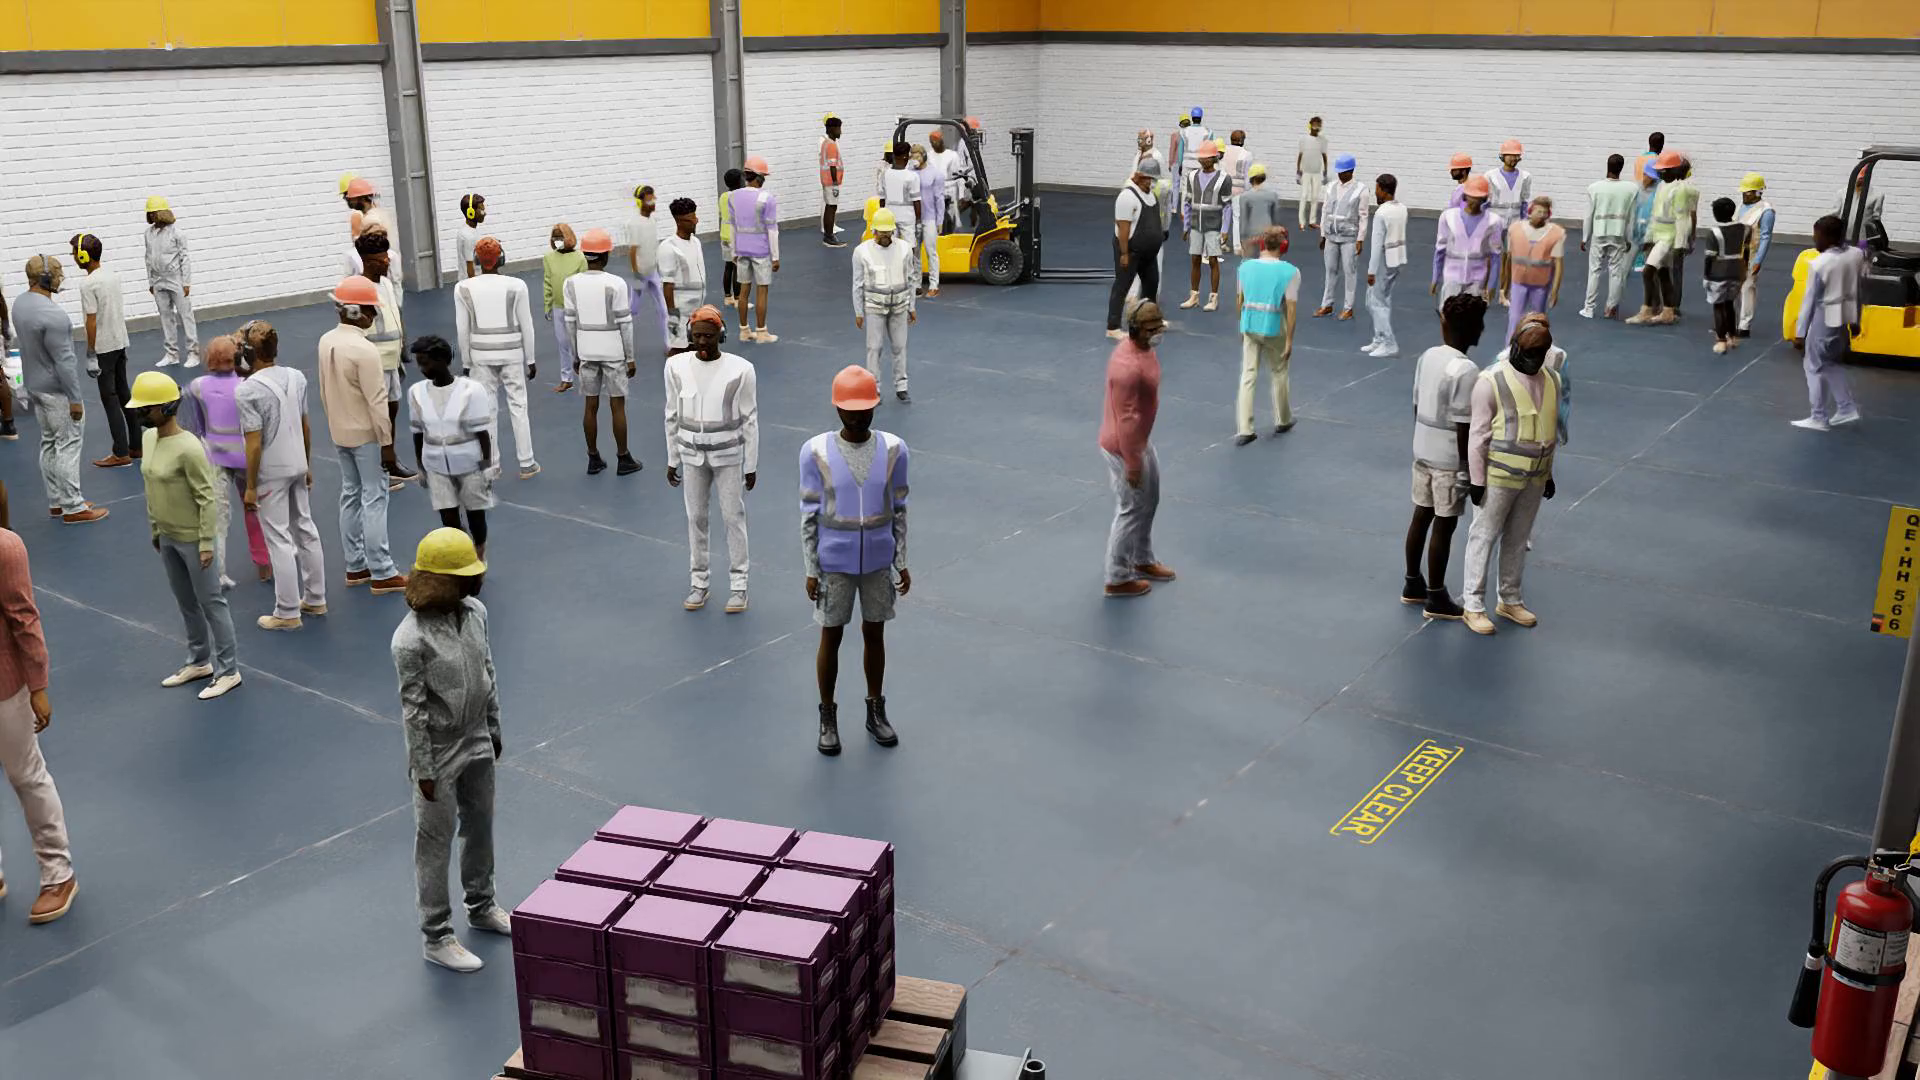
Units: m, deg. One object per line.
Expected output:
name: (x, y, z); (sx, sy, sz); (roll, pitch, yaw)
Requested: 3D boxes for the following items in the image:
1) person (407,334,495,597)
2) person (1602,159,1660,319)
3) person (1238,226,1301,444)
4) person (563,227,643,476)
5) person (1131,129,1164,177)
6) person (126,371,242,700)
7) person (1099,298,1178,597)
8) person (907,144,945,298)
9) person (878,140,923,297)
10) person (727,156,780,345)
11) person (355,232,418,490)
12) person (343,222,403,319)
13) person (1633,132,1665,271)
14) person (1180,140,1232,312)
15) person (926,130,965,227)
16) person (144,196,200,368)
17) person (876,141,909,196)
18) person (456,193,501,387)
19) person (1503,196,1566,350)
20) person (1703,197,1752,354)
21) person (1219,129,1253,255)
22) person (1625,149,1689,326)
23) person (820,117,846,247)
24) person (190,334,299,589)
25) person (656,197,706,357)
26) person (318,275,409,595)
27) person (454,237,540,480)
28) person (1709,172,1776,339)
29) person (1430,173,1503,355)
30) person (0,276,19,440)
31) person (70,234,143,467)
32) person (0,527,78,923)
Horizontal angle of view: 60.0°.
person: (-3.122, -0.471, 10.335); (0.552, 1.660, 0.525); (0, 18, 1)
person: (8.105, -3.573, 19.714); (0.607, 1.883, 0.996); (15, 23, 39)
person: (2.627, -1.758, 14.129); (0.595, 1.799, 0.920); (11, 21, 30)
person: (-2.790, -1.462, 12.995); (0.543, 1.939, 0.361); (4, 18, 12)
person: (2.632, -4.902, 23.806); (0.404, 1.906, 0.652); (-8, 19, -22)
person: (-4.110, -0.021, 8.767); (0.528, 1.767, 0.329); (12, 21, 34)
person: (1.116, -0.557, 10.247); (0.498, 1.911, 0.749); (4, 18, 12)
person: (-0.492, -4.041, 21.086); (0.636, 1.928, 0.385); (8, 19, 23)
person: (-0.738, -4.044, 21.025); (0.611, 1.965, 0.362); (9, 20, 27)
person: (-2.222, -3.145, 18.116); (0.613, 2.033, 0.411); (10, 20, 28)
person: (-4.411, -1.355, 12.639); (0.373, 1.958, 0.598); (1, 18, 4)
person: (-5.599, -2.216, 15.871); (0.567, 1.609, 0.418); (-8, 19, -24)
person: (9.580, -4.720, 23.238); (0.397, 1.911, 0.588); (-4, 18, -11)
person: (2.957, -3.784, 20.089); (0.616, 2.040, 0.382); (12, 21, 34)
person: (-0.225, -5.180, 24.816); (0.628, 1.839, 0.946); (6, 19, 17)
person: (-8.068, -2.626, 16.953); (0.489, 1.744, 0.295); (4, 18, 11)
person: (-0.965, -4.844, 23.890); (0.492, 1.742, 0.318); (3, 18, 10)
person: (-4.676, -2.405, 16.077); (0.325, 1.861, 0.512); (-6, 19, -17)
person: (5.652, -2.507, 16.494); (0.578, 1.786, 0.973); (10, 20, 27)
person: (8.092, -2.824, 17.706); (0.584, 1.655, 0.515); (-3, 18, -9)
person: (4.095, -5.188, 24.825); (0.618, 1.835, 0.429); (15, 23, 40)
person: (7.997, -3.459, 19.122); (0.777, 2.008, 0.651); (0, 18, 0)
person: (-1.964, -5.513, 25.624); (0.365, 1.962, 0.613); (-4, 18, -13)
person: (-4.612, -0.511, 10.584); (0.505, 1.593, 0.881); (1, 18, 3)
person: (-2.443, -2.068, 14.843); (0.367, 1.967, 0.600); (7, 19, 20)
person: (-3.715, -0.654, 10.389); (0.619, 1.984, 0.401); (15, 23, 39)
person: (-3.570, -1.394, 12.873); (0.573, 1.883, 0.356); (-1, 18, -5)
person: (8.701, -3.155, 18.472); (0.403, 1.827, 0.586); (-4, 18, -13)
person: (4.937, -2.551, 16.258); (0.644, 2.028, 0.424); (5, 18, 16)
person: (-8.311, -1.773, 13.954); (0.395, 1.955, 0.613); (13, 22, 35)
person: (-6.822, -1.508, 13.279); (0.343, 1.857, 0.520); (1, 18, 2)
person: (-3.908, 0.583, 6.537); (0.624, 1.980, 0.410); (-2, 18, -7)
